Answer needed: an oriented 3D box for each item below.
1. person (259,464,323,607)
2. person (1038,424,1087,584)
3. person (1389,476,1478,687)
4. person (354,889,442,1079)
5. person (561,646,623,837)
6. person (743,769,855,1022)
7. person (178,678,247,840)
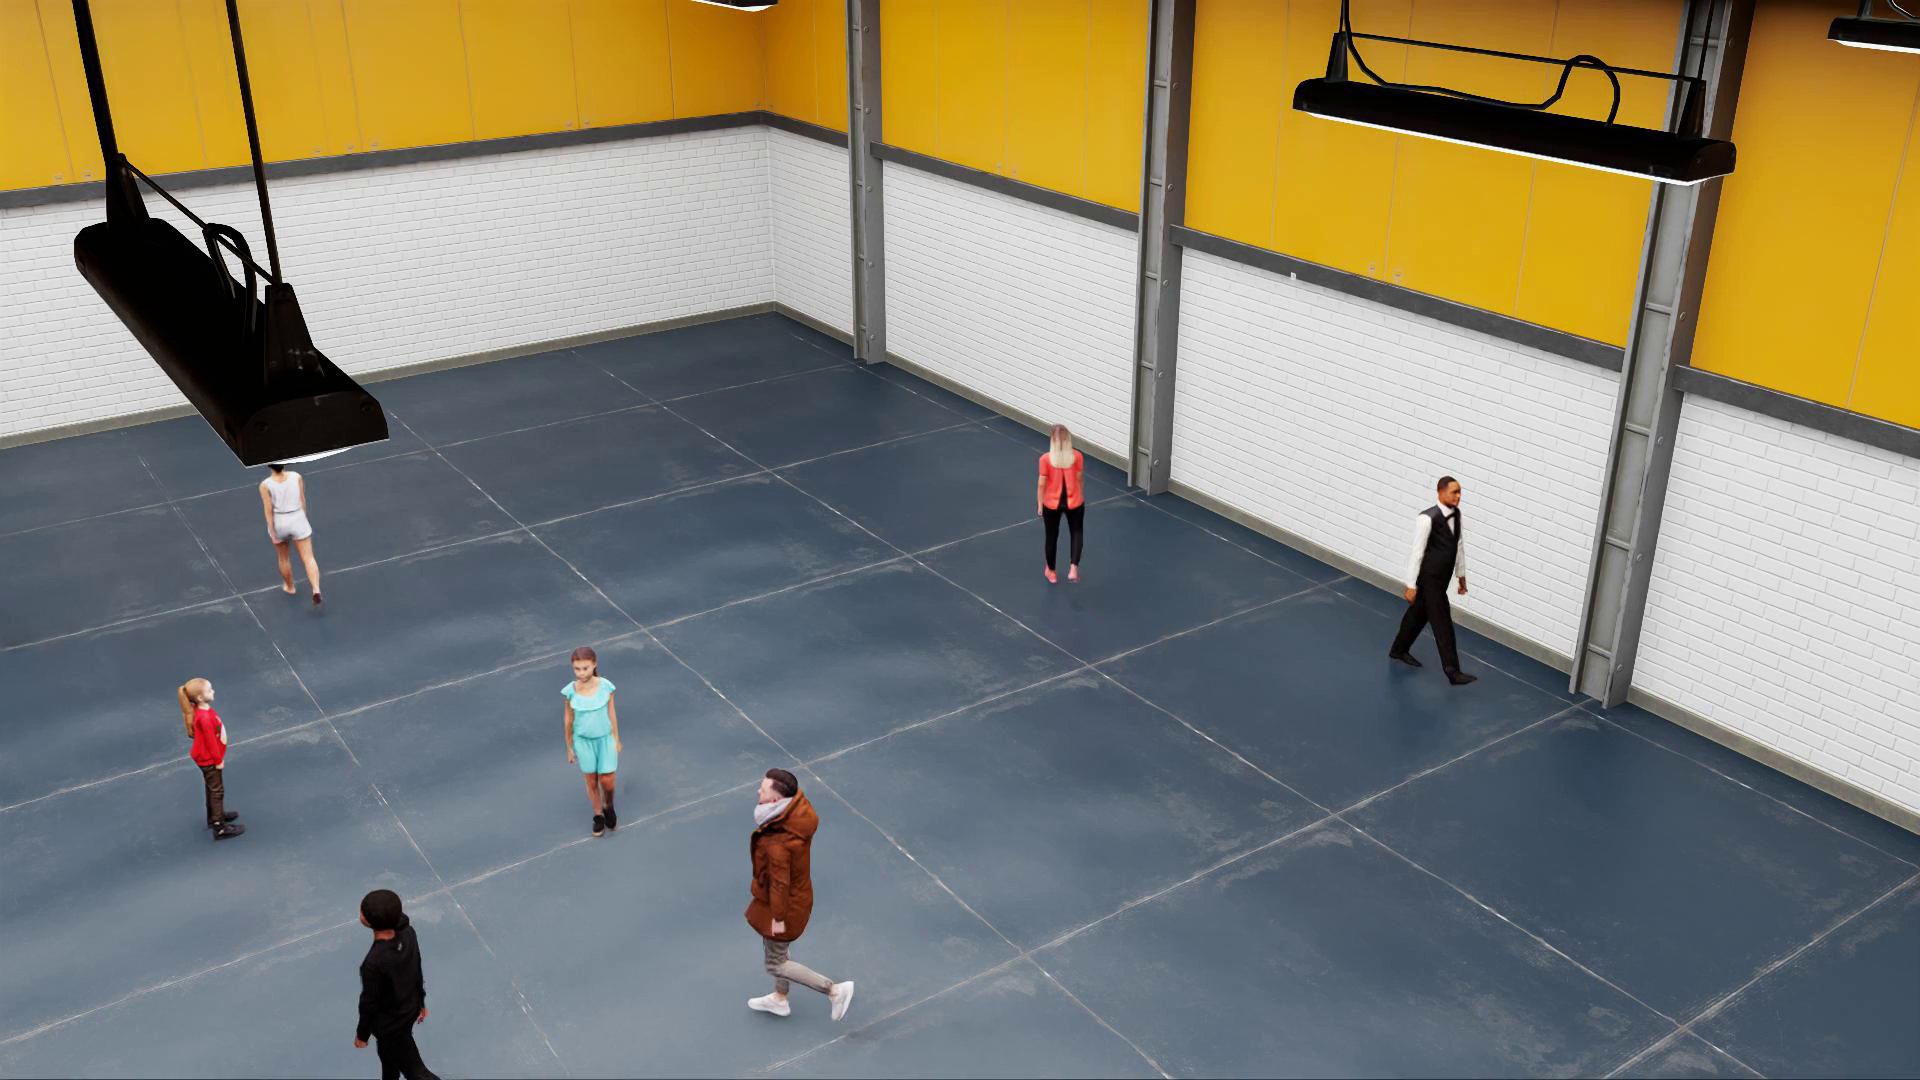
[{"bbox_3d":[-6.424,-0.108,16.007,0.577,1.577,0.992,-15,28,-30],"label":"person"},{"bbox_3d":[1.016,-0.315,16.343,0.851,1.688,0.941,-2,24,-4],"label":"person"},{"bbox_3d":[4.102,0.313,14.676,0.780,1.872,1.209,-19,30,-36],"label":"person"},{"bbox_3d":[-3.117,2.732,9.426,1.116,1.646,1.044,4,24,10],"label":"person"},{"bbox_3d":[-2.726,1.469,12.435,0.655,1.548,0.701,-2,24,-6],"label":"person"},{"bbox_3d":[-1.017,2.250,10.307,1.085,1.822,1.040,3,24,7],"label":"person"},{"bbox_3d":[-5.616,1.611,12.445,0.540,1.281,0.415,-15,28,-30],"label":"person"}]
